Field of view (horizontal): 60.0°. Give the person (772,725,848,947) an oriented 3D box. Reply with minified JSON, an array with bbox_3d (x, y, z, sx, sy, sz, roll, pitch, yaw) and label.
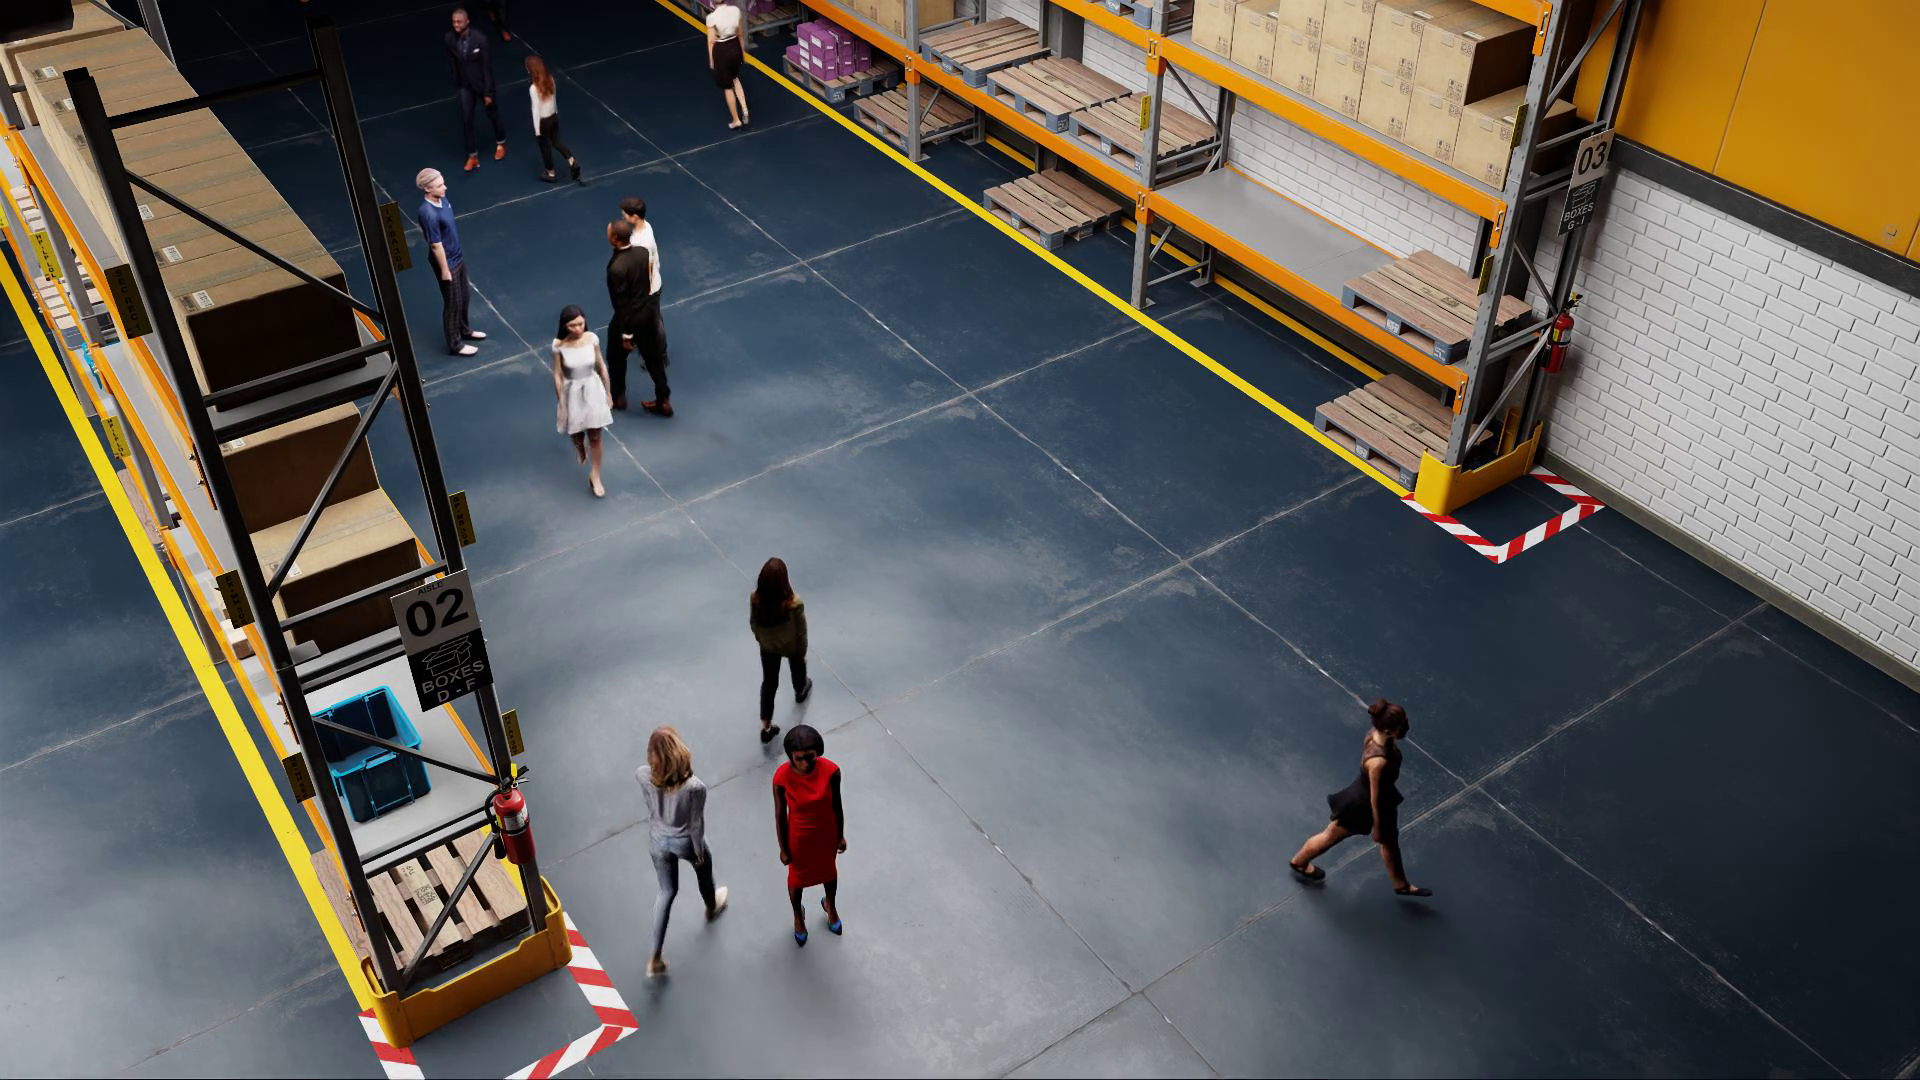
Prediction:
[{"bbox_3d":[-0.901,1.775,10.031,0.619,1.744,0.589,-11,40,-14],"label":"person"}]

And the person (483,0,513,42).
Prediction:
[{"bbox_3d":[-6.084,-7.418,21.516,0.859,1.778,1.105,-14,41,-17],"label":"person"}]

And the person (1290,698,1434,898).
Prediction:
[{"bbox_3d":[2.444,1.622,10.322,1.186,1.621,1.001,13,40,16],"label":"person"}]

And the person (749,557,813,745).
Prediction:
[{"bbox_3d":[-1.273,0.771,11.529,0.997,1.445,1.022,9,40,12],"label":"person"}]

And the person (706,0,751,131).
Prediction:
[{"bbox_3d":[-2.627,-5.507,19.152,0.671,1.742,0.727,-27,46,-30],"label":"person"}]

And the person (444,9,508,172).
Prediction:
[{"bbox_3d":[-5.359,-5.091,18.596,1.056,1.785,1.136,3,39,4],"label":"person"}]

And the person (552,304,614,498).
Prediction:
[{"bbox_3d":[-3.132,-1.180,13.716,0.720,1.764,0.832,-17,42,-20],"label":"person"}]

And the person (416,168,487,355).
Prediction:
[{"bbox_3d":[-4.764,-2.590,15.400,0.804,1.866,0.692,-1,39,-1],"label":"person"}]

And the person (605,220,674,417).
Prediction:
[{"bbox_3d":[-2.764,-1.889,14.515,1.166,1.876,1.030,17,42,20],"label":"person"}]

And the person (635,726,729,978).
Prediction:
[{"bbox_3d":[-1.728,1.874,9.892,1.085,1.765,1.105,10,40,12],"label":"person"}]

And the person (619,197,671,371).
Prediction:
[{"bbox_3d":[-2.873,-2.374,15.248,0.754,1.717,0.604,-8,39,-10],"label":"person"}]

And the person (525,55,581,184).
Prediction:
[{"bbox_3d":[-4.469,-4.586,18.214,0.894,1.474,0.759,18,42,21],"label":"person"}]
